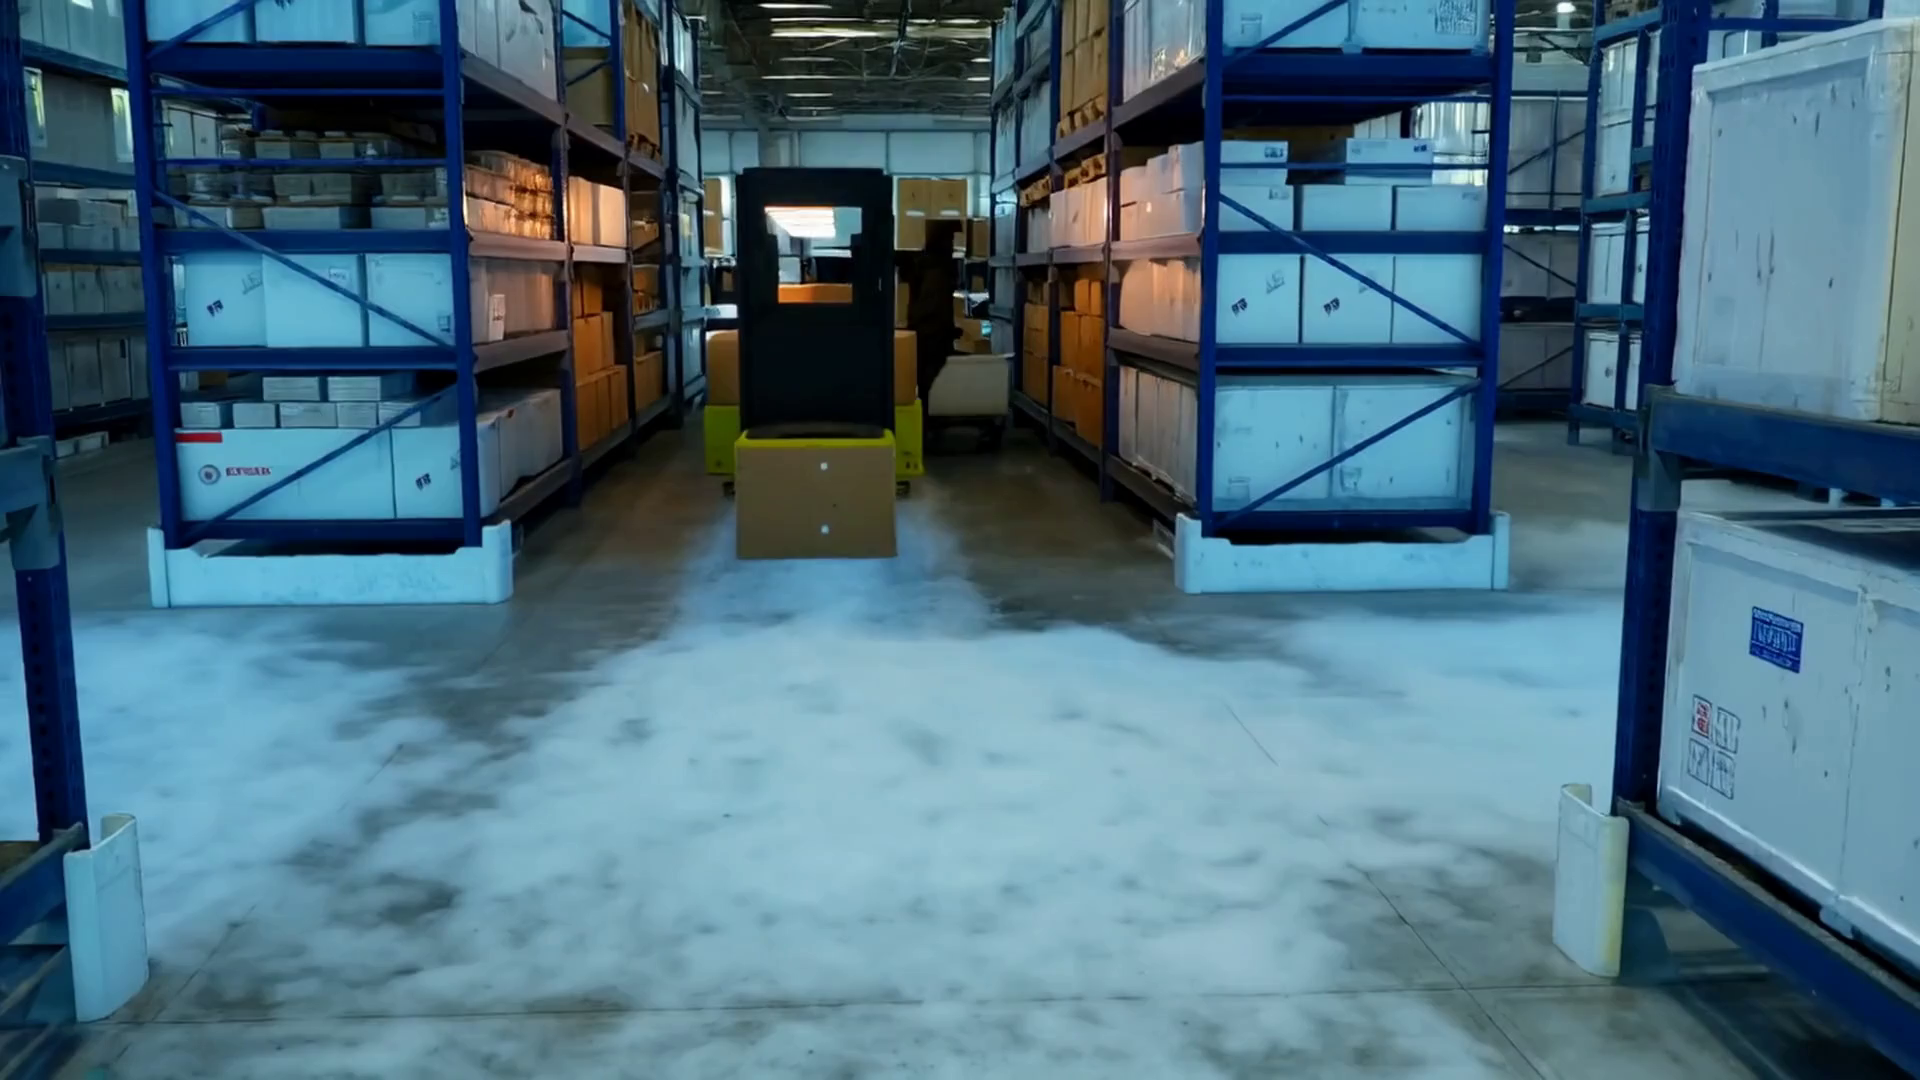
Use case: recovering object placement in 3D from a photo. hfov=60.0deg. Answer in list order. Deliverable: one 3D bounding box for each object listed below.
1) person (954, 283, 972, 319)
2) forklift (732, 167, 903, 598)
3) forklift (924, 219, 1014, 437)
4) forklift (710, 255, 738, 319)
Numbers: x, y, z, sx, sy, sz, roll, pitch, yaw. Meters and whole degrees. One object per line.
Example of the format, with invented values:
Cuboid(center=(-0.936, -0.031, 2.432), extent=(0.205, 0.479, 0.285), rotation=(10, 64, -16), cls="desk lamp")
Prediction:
Cuboid(center=(0.011, -6.432, 47.771), extent=(0.676, 1.907, 0.590), rotation=(2, 9, 13), cls="person")
Cuboid(center=(-0.976, -1.113, 11.319), extent=(1.129, 2.768, 1.873), rotation=(-1, 9, -4), cls="forklift")
Cuboid(center=(-0.242, -2.787, 21.828), extent=(1.873, 2.768, 1.129), rotation=(1, 9, 4), cls="forklift")
Cuboid(center=(-8.368, -8.713, 59.038), extent=(1.129, 2.768, 1.873), rotation=(-1, 9, -4), cls="forklift")
